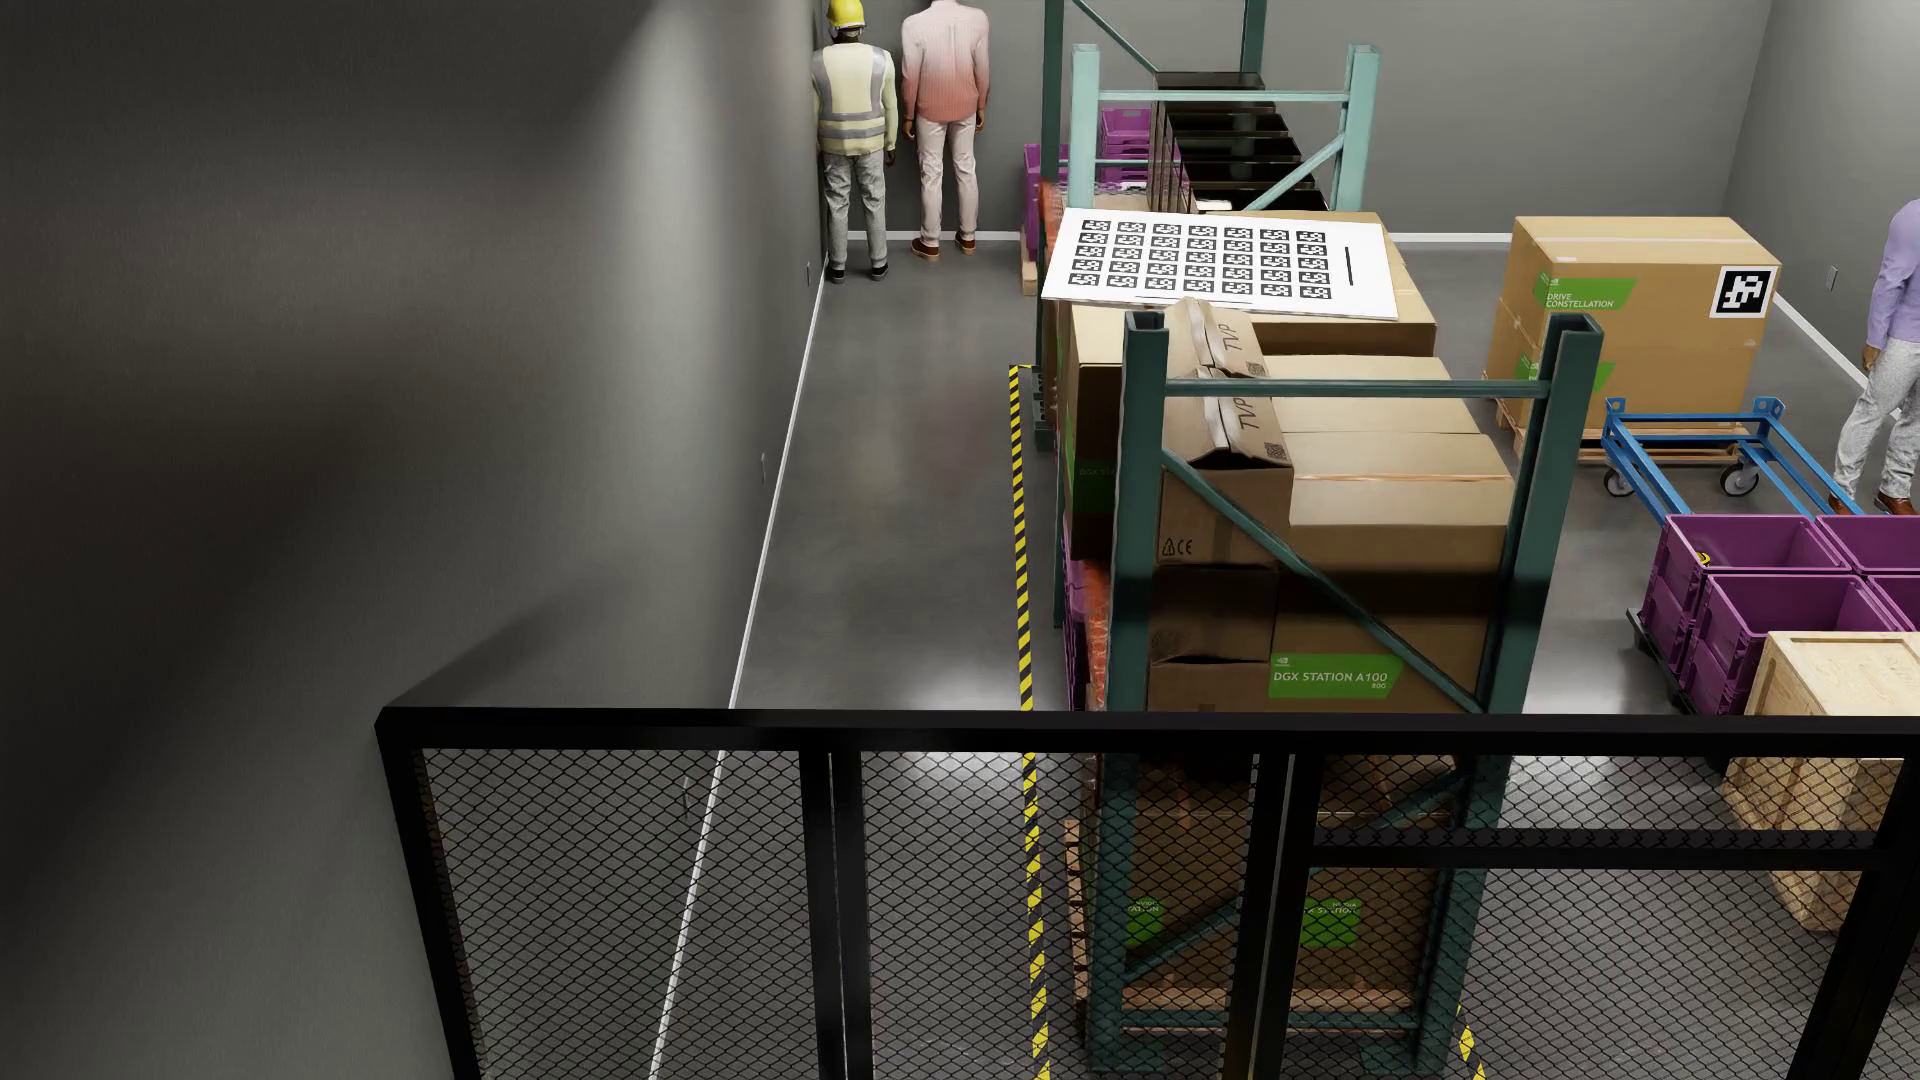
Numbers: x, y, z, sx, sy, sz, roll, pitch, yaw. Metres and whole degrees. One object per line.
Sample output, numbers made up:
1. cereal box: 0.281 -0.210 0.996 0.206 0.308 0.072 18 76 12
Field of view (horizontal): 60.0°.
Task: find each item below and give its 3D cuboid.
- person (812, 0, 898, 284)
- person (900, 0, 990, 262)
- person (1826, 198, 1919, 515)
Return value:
1. person: -0.685 -2.522 10.501 0.590 1.837 0.403 -4 31 -7
2. person: -0.102 -2.811 10.831 0.611 1.995 0.380 -13 33 -20
3. person: 4.537 -0.944 7.782 0.627 1.941 0.371 -1 31 -1
